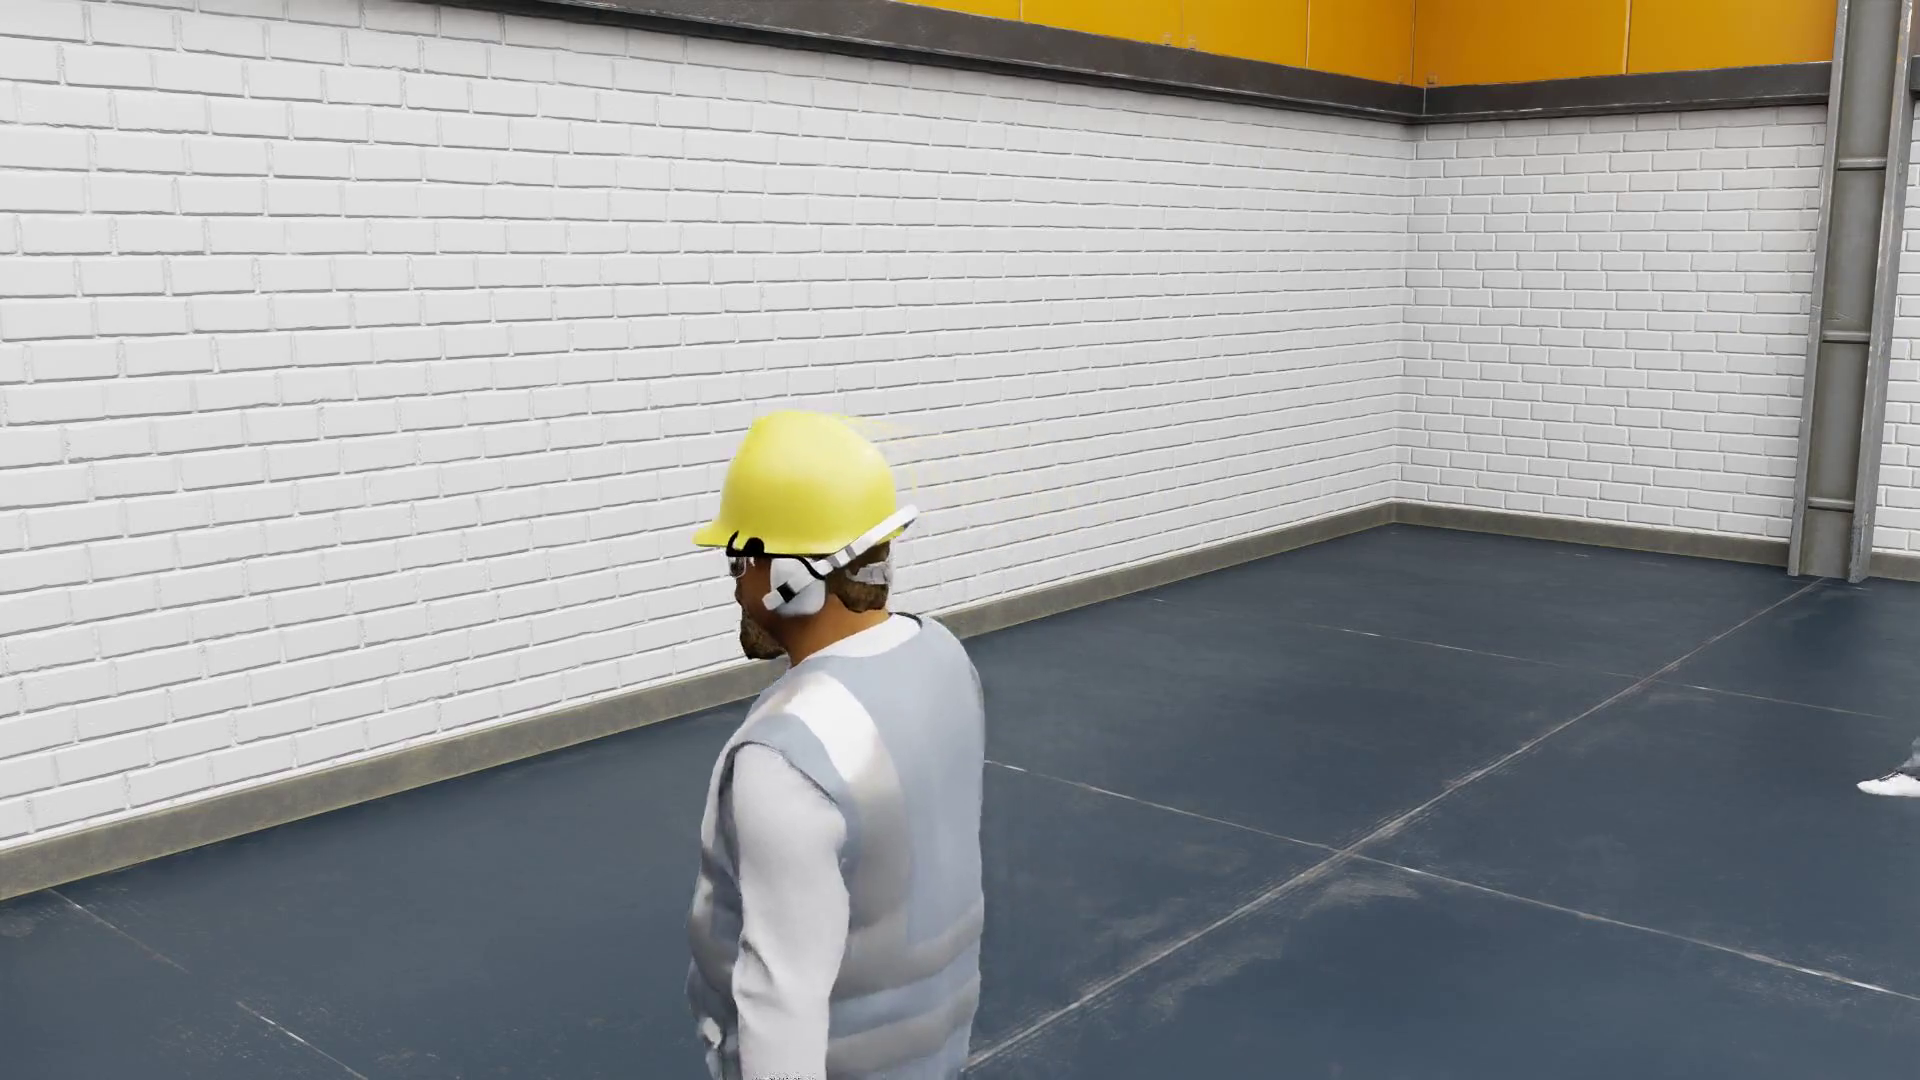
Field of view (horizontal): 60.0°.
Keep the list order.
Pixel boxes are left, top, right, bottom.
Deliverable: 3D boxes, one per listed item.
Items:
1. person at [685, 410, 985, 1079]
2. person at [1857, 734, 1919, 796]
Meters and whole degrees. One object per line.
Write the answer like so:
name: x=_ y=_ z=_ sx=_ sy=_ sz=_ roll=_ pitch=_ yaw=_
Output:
person: x=-0.117 y=0.719 z=2.330 sx=0.752 sy=1.810 sz=0.600 roll=4 pitch=11 yaw=23
person: x=3.780 y=0.172 z=6.041 sx=0.774 sy=1.603 sz=0.510 roll=3 pitch=10 yaw=14
